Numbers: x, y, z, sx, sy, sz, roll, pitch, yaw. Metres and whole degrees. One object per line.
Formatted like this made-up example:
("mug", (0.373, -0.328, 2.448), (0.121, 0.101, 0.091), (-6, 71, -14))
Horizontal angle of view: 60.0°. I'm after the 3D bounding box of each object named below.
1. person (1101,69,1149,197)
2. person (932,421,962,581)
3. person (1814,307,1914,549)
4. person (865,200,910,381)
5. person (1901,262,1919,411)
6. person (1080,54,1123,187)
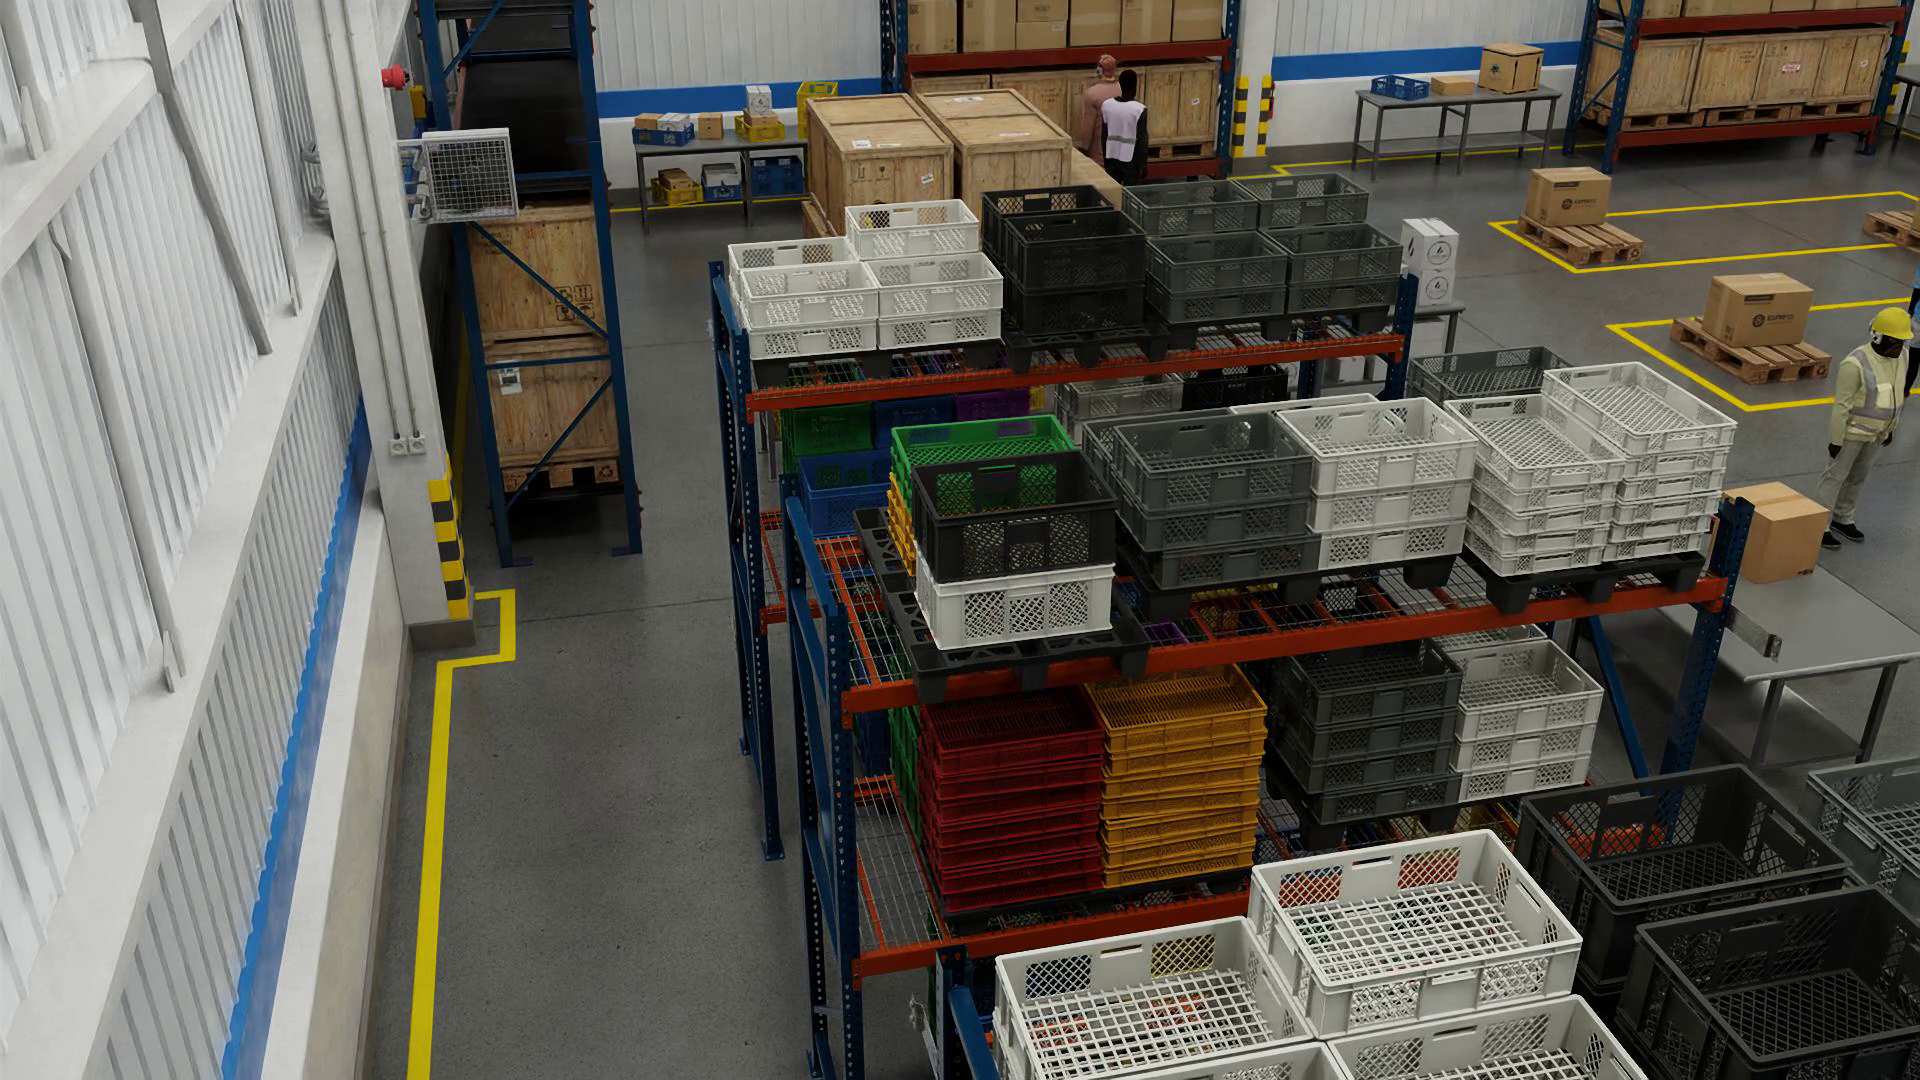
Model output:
("person", (1.789, -4.154, 18.142), (0.592, 1.922, 0.392), (21, 34, 34))
("person", (-0.124, -0.137, 10.566), (0.359, 1.878, 0.575), (-12, 30, -22))
("person", (6.454, -0.801, 11.888), (0.596, 1.826, 0.403), (-12, 30, -21))
("person", (-0.640, -1.932, 13.994), (0.519, 1.860, 0.331), (-13, 30, -23))
("person", (8.297, -1.893, 14.093), (0.531, 1.692, 0.320), (11, 30, 20))
("person", (1.634, -4.536, 18.879), (0.642, 1.912, 0.410), (-15, 31, -27))
